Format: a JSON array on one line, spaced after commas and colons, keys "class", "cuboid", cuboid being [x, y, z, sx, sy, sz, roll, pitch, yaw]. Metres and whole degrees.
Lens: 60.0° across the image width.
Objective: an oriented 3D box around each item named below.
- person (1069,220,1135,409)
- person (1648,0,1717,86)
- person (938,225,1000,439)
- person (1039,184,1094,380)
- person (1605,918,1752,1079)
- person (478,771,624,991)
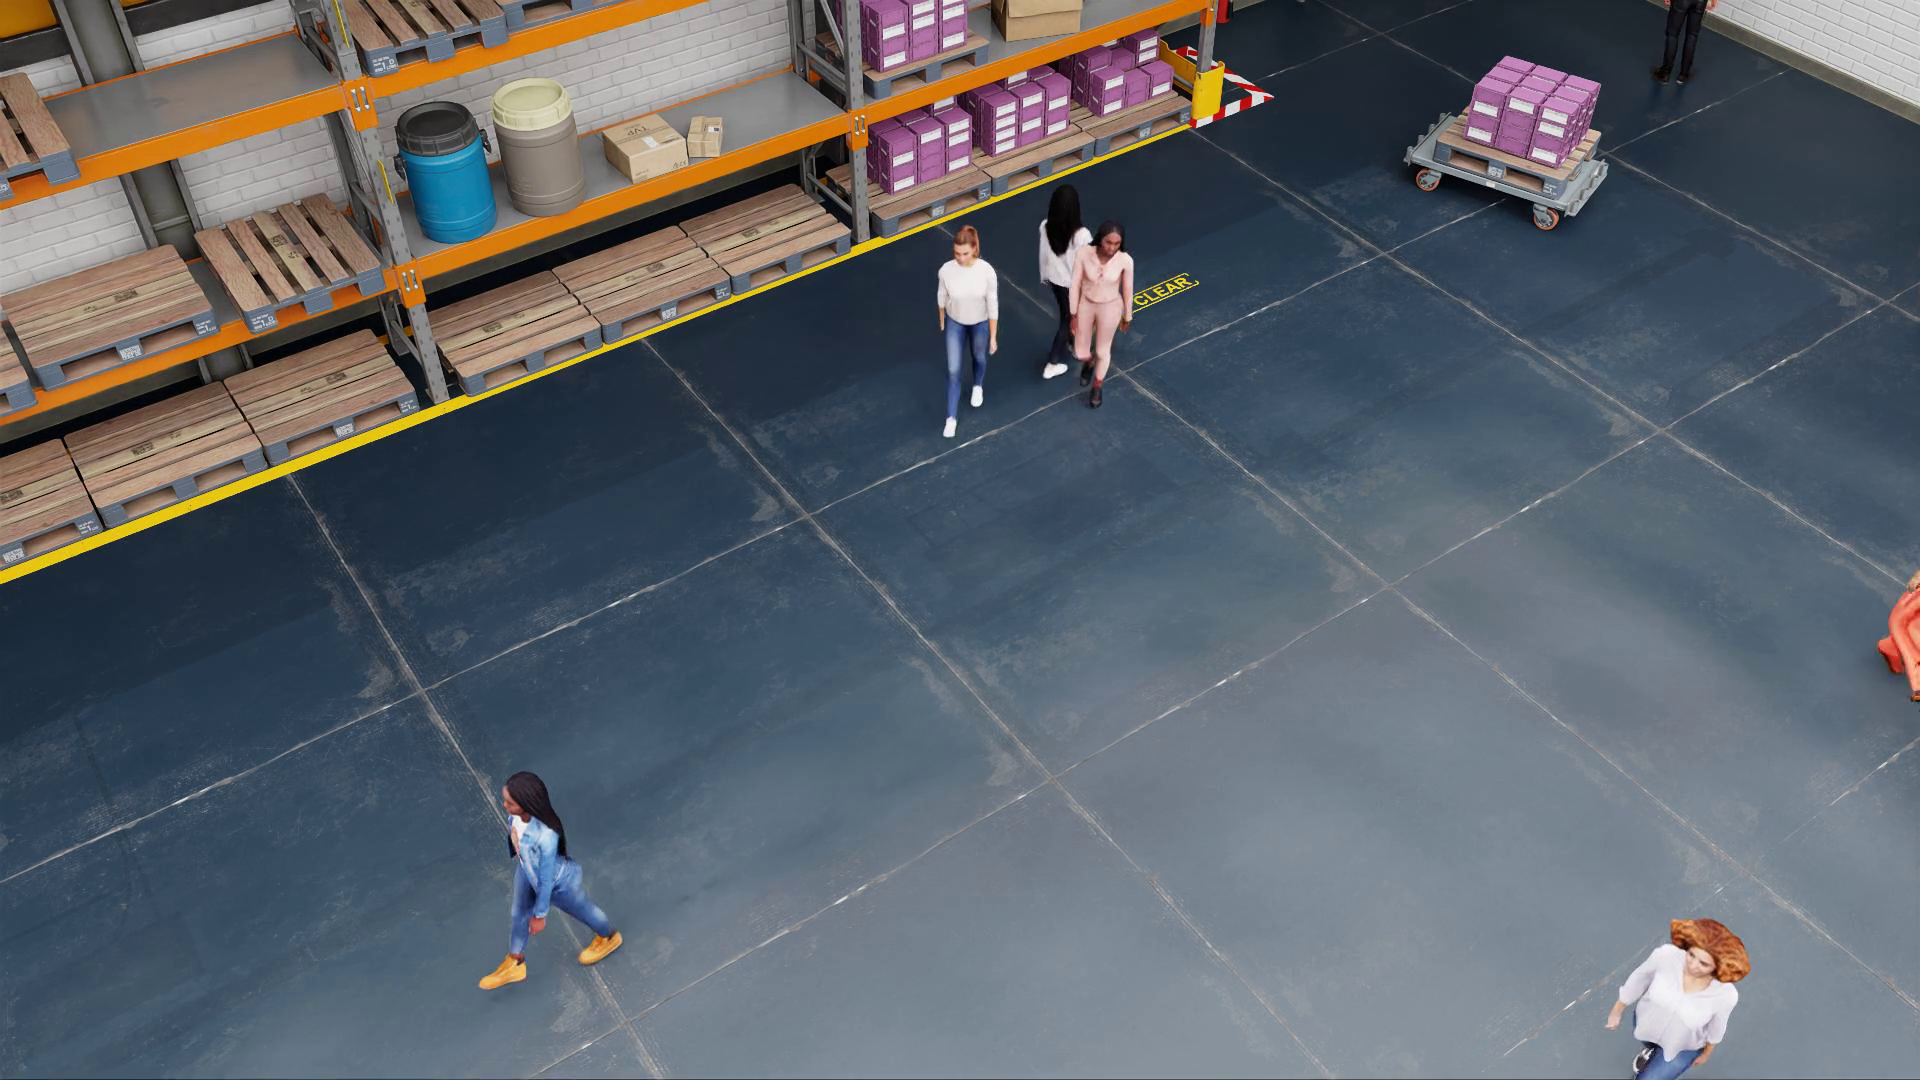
[{"class": "person", "cuboid": [1.070, -1.786, 12.779, 0.829, 1.705, 0.889, 9, 44, 10]}, {"class": "person", "cuboid": [7.291, -5.388, 16.501, 0.721, 1.787, 0.856, 7, 44, 7]}, {"class": "person", "cuboid": [0.083, -1.688, 12.689, 1.019, 1.688, 1.049, 3, 44, 3]}, {"class": "person", "cuboid": [0.792, -1.982, 13.010, 0.806, 1.671, 0.901, 31, 52, 29]}, {"class": "person", "cuboid": [3.631, 2.405, 8.402, 1.147, 1.675, 0.708, -28, 50, -27]}, {"class": "person", "cuboid": [-2.125, 1.802, 9.028, 1.035, 1.684, 0.630, -28, 50, -27]}]
